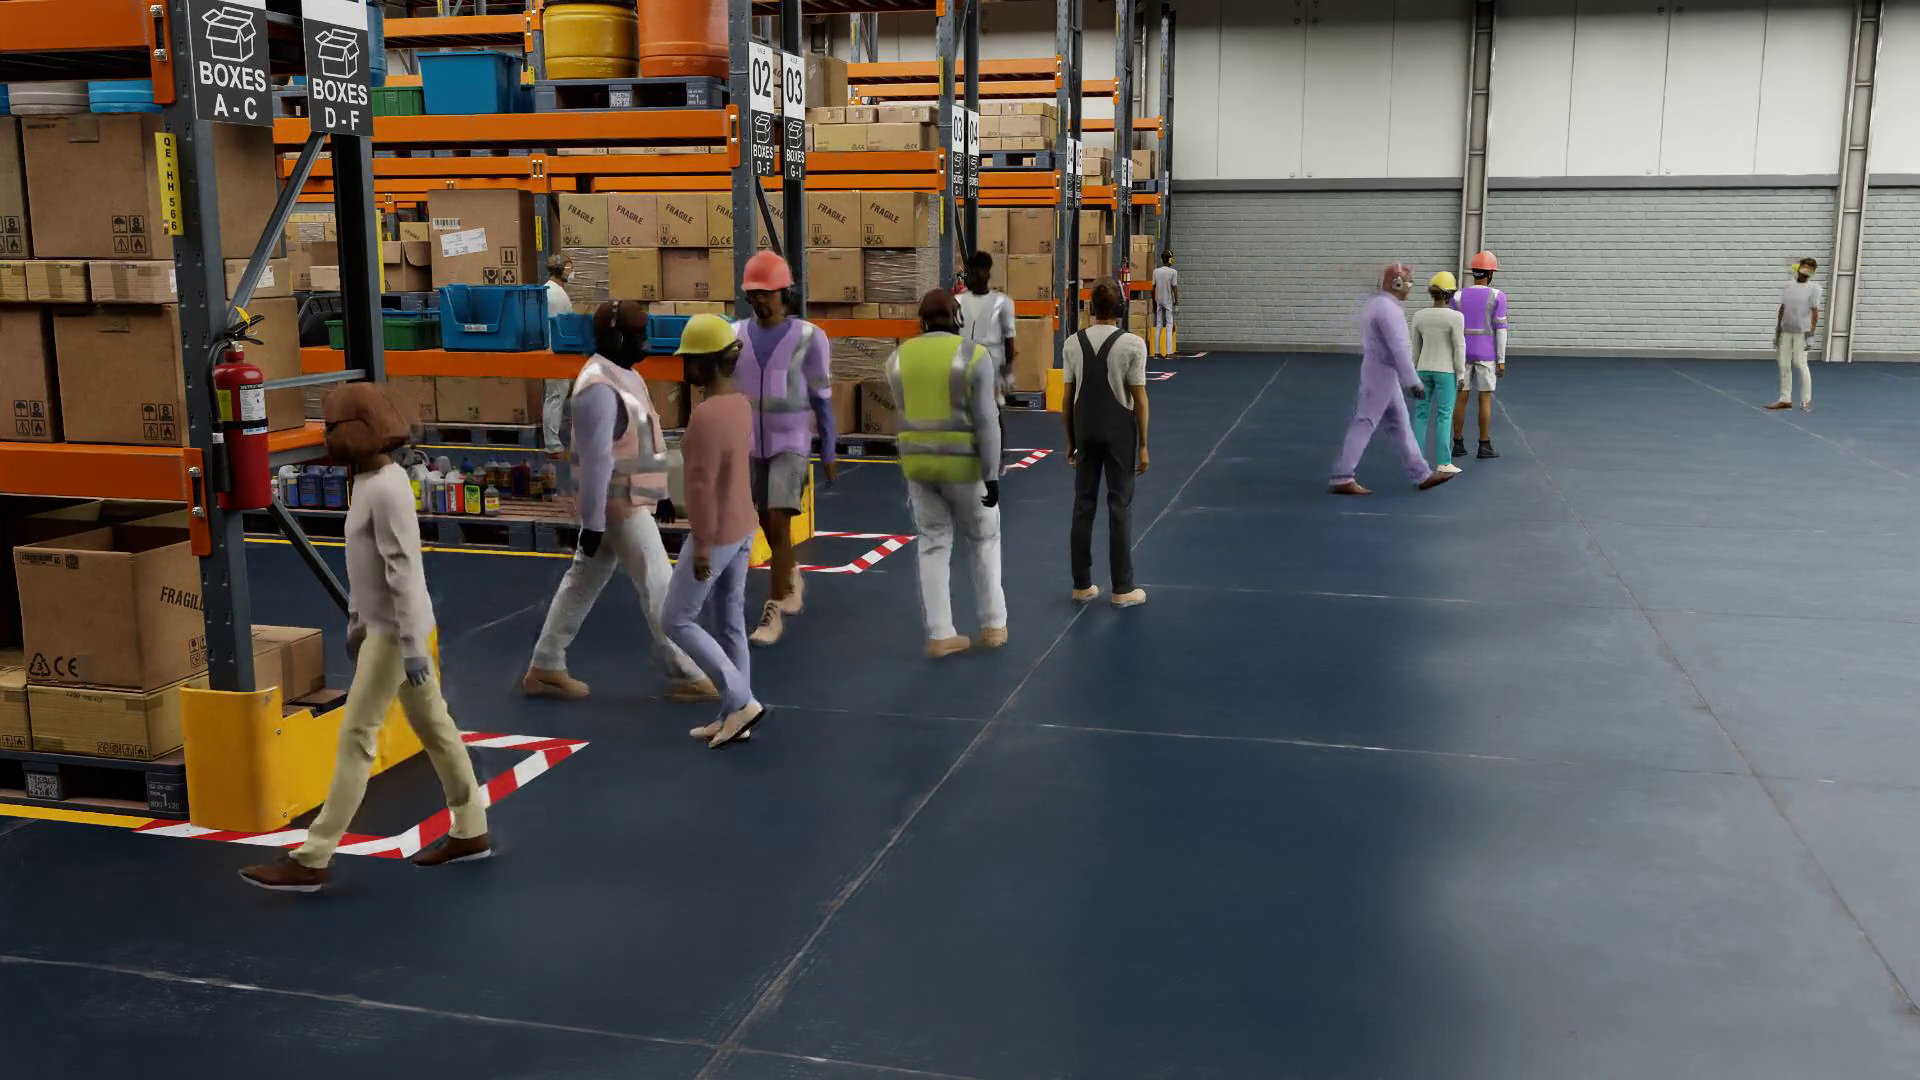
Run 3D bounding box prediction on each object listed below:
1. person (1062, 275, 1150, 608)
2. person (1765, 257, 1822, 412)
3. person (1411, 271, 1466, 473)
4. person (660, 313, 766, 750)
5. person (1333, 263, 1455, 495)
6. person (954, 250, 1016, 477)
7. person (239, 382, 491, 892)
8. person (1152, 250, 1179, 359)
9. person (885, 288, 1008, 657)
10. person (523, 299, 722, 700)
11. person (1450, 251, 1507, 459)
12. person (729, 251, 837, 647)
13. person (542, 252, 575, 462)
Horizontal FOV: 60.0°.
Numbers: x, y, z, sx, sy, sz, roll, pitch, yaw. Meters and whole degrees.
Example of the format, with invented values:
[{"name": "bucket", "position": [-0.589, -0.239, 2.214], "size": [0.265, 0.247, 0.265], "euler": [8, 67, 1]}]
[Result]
[{"name": "person", "position": [0.819, -0.542, 9.279], "size": [0.513, 1.846, 0.340], "euler": [6, 12, 28]}, {"name": "person", "position": [10.050, -2.462, 19.941], "size": [0.359, 1.840, 0.625], "euler": [-4, 11, -22]}, {"name": "person", "position": [4.201, -1.464, 14.610], "size": [0.316, 1.769, 0.525], "euler": [-9, 14, -42]}, {"name": "person", "position": [-1.000, -0.020, 6.644], "size": [0.361, 1.752, 0.540], "euler": [2, 11, 13]}, {"name": "person", "position": [3.486, -1.266, 13.281], "size": [1.002, 1.848, 0.639], "euler": [2, 10, 10]}, {"name": "person", "position": [0.177, -1.490, 14.237], "size": [0.618, 1.973, 0.424], "euler": [4, 11, 21]}, {"name": "person", "position": [-1.904, 0.310, 5.245], "size": [0.827, 1.589, 0.507], "euler": [-4, 11, -23]}, {"name": "person", "position": [3.546, -4.053, 28.670], "size": [0.535, 1.869, 0.312], "euler": [8, 13, 38]}, {"name": "person", "position": [-0.030, -0.340, 8.287], "size": [0.663, 1.807, 0.633], "euler": [5, 11, 26]}, {"name": "person", "position": [-1.511, -0.159, 7.336], "size": [0.982, 1.793, 0.630], "euler": [-1, 10, -8]}, {"name": "person", "position": [4.870, -1.736, 15.642], "size": [0.552, 1.935, 0.374], "euler": [8, 13, 38]}, {"name": "person", "position": [-0.950, -0.508, 8.726], "size": [0.646, 2.003, 0.978], "euler": [3, 11, 17]}, {"name": "person", "position": [-3.726, -1.687, 15.404], "size": [0.373, 1.931, 0.628], "euler": [-3, 11, -15]}]
